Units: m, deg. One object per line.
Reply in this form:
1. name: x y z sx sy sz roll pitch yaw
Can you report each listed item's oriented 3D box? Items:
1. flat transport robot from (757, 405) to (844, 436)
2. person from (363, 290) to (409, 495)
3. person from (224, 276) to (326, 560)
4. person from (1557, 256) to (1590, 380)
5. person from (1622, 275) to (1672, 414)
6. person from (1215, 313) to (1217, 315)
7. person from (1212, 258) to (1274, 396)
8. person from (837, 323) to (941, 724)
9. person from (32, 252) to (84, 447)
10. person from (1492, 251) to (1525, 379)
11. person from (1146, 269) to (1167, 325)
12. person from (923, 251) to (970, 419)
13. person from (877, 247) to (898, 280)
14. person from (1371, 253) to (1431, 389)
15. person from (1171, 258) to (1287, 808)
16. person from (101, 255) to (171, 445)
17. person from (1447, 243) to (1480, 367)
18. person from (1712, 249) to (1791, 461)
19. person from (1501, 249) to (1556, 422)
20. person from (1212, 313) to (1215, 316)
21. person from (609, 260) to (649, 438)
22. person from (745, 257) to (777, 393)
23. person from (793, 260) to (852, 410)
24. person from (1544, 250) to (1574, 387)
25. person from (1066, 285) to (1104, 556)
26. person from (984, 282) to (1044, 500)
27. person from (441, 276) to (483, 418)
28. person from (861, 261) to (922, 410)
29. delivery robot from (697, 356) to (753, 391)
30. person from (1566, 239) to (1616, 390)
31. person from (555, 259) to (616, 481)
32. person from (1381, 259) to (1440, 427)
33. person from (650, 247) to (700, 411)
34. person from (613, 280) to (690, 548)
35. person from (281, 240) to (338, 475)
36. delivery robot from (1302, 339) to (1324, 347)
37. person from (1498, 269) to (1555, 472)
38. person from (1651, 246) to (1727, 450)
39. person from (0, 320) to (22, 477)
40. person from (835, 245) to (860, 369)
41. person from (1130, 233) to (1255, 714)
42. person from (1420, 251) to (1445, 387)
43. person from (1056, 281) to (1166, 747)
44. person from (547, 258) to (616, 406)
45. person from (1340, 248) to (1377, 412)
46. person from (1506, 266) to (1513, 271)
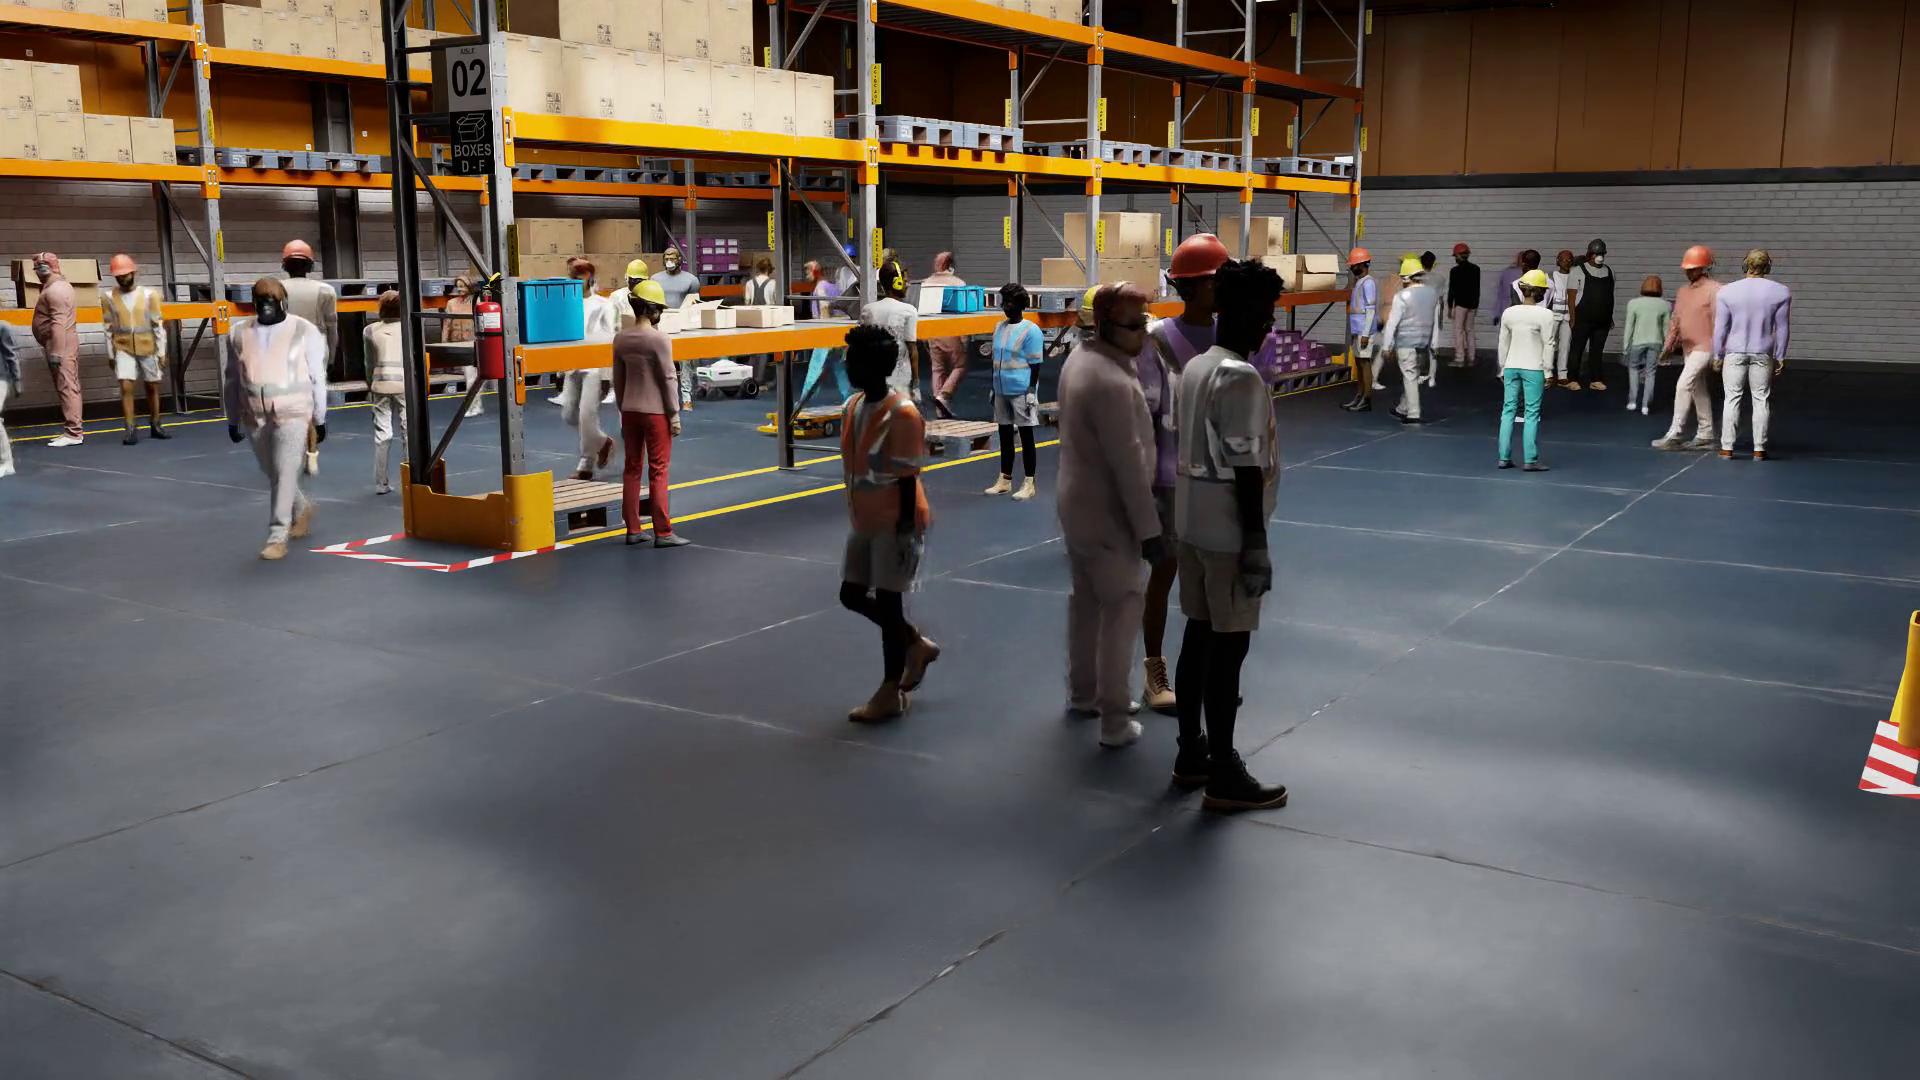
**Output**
1. flat transport robot: -1.419 -1.273 17.590 0.652 0.197 1.431 7 13 35
2. person: -4.484 -1.167 13.245 0.512 1.631 0.309 1 10 5
3. person: -4.448 -0.823 10.879 0.630 1.805 0.931 0 10 0
4. person: 8.834 -3.165 23.843 0.643 1.786 0.889 8 13 39
5. person: 8.056 -2.292 19.525 0.524 1.606 0.660 3 11 18
6. person: 4.123 -3.594 26.102 0.429 1.842 0.629 0 10 1
7. person: 1.543 -0.666 9.651 0.566 1.922 0.472 -3 11 -16
8. person: -0.280 -0.074 7.015 0.442 1.681 0.544 -7 13 -35
9. person: -8.900 -1.871 16.391 0.403 1.901 0.637 -4 11 -21
10. person: 8.224 -3.292 24.373 0.888 1.862 0.639 -4 11 -20
11. person: 2.971 -3.632 26.094 0.585 1.918 0.381 6 12 28
12. person: -0.160 -2.289 18.714 0.672 1.892 0.454 7 13 35
13. person: -0.894 -2.574 20.194 0.372 1.934 0.627 -6 12 -30
14. person: 5.968 -2.952 22.532 1.006 1.838 0.665 -1 10 -7
15. person: 0.968 -0.025 5.993 0.383 1.959 0.600 -2 10 -13
16. person: -8.245 -1.897 16.640 0.550 1.887 0.716 -4 11 -22
17. person: 8.038 -3.758 26.651 0.640 1.966 0.467 -6 12 -29
18. person: 7.261 -1.694 15.298 0.635 1.937 0.352 4 11 22
19. person: 6.344 -2.268 18.542 0.594 1.917 0.387 -5 11 -24
20. person: 4.430 -4.173 29.513 0.606 1.766 0.858 -2 10 -12
21. person: -3.312 -1.963 17.112 0.589 1.822 0.403 -6 12 -32
22. person: -2.591 -2.904 22.398 0.537 1.788 0.987 3 11 18
23. person: -1.628 -2.322 19.210 0.918 1.778 0.642 2 10 8
24. person: 8.284 -3.044 22.935 0.572 1.883 0.358 0 10 -2
25. person: 0.867 -0.734 10.524 0.306 1.743 0.494 -5 11 -27
26. person: 0.423 -1.161 13.016 0.318 1.697 0.533 -9 14 -42
27. person: -5.651 -2.184 18.915 0.517 1.611 0.728 4 11 19
28. person: -0.516 -1.167 12.587 0.517 1.865 0.334 6 12 29
29. delivery robot: -2.989 -2.105 21.143 0.707 0.478 0.477 -10 14 -43
30. person: 8.552 -3.033 22.437 0.675 2.000 0.536 -2 10 -9
31. person: -3.131 -1.422 13.991 0.591 1.864 0.694 5 11 26
32. person: 4.849 -2.153 18.195 0.624 1.805 0.735 -5 12 -27
33. person: -3.384 -2.492 19.720 0.627 1.940 0.372 0 10 2
34. person: -2.051 -0.825 10.990 0.523 1.760 0.327 7 12 32
35. person: -5.715 -1.583 14.461 0.603 2.014 0.704 -4 11 -23
36. delivery robot: 5.205 -2.892 25.515 0.707 0.478 0.477 -2 10 -12
37. person: 4.987 -1.486 14.632 0.327 1.765 0.528 -8 13 -37
38. person: 6.949 -1.824 15.948 0.843 1.953 0.696 -1 10 -7
39. person: -8.275 -1.316 14.089 0.513 1.607 0.566 1 10 5
40. person: -1.687 -3.604 25.855 0.605 1.949 0.402 5 12 27
41. person: 1.013 -0.280 7.163 0.612 2.047 0.361 -5 11 -25
42. person: 6.427 -3.049 23.001 0.514 1.872 0.328 1 10 6
43. person: 0.598 -0.110 6.748 0.403 1.865 0.680 -2 10 -11
44. person: -4.619 -2.559 20.467 0.525 1.811 1.015 9 14 41
45. person: 4.729 -2.478 19.678 0.384 1.927 0.544 0 10 2
46. person: 8.353 -3.333 25.229 0.277 1.633 0.507 2 10 10
